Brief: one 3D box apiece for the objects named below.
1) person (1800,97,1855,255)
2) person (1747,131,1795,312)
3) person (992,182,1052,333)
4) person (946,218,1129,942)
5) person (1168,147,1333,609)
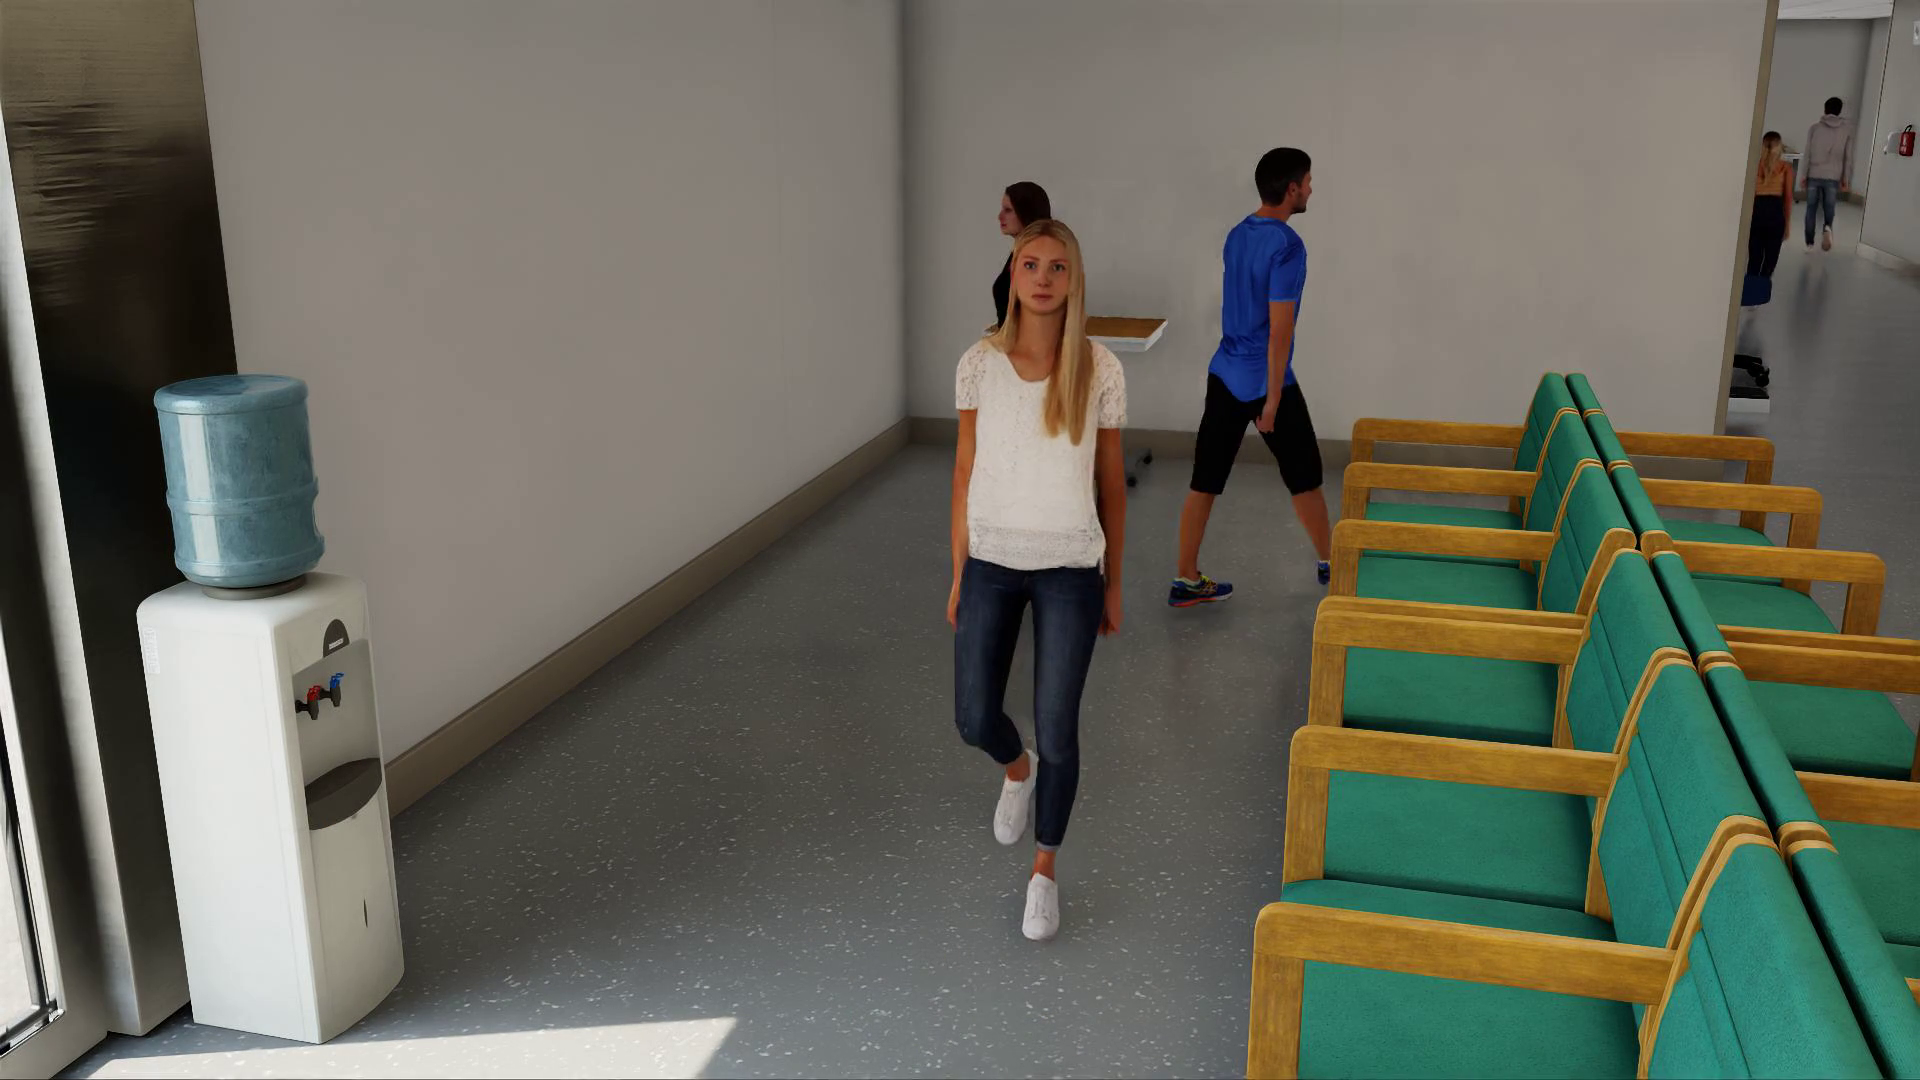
[{"bbox_3d":[10.286,-4.309,19.788,0.926,1.836,0.797,6,17,20],"label":"person"},{"bbox_3d":[7.314,-2.878,15.134,0.747,1.608,0.769,8,18,27],"label":"person"},{"bbox_3d":[0.355,-0.669,7.136,0.831,1.696,0.751,-4,16,-13],"label":"person"},{"bbox_3d":[0.196,0.094,4.246,0.738,1.796,0.674,3,16,11],"label":"person"},{"bbox_3d":[1.083,-0.586,6.625,1.210,1.813,1.136,-9,18,-28],"label":"person"}]
